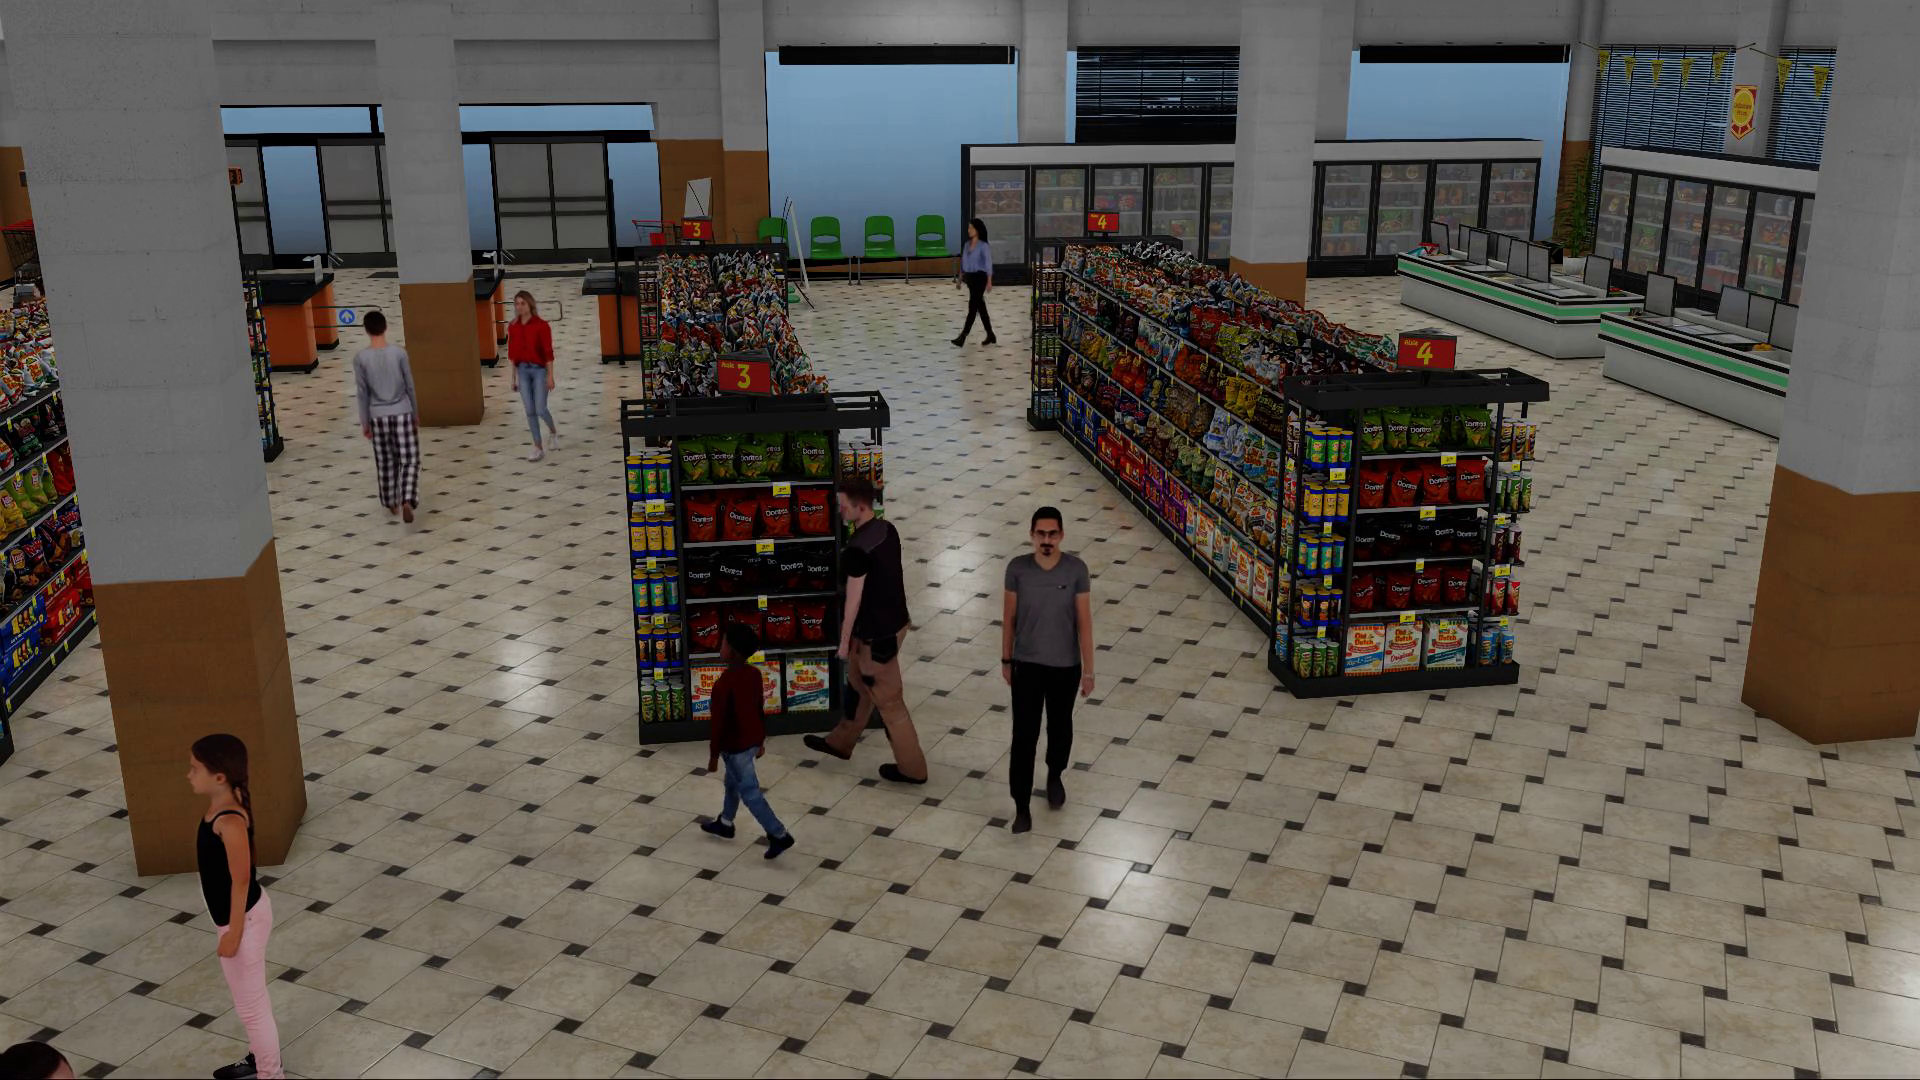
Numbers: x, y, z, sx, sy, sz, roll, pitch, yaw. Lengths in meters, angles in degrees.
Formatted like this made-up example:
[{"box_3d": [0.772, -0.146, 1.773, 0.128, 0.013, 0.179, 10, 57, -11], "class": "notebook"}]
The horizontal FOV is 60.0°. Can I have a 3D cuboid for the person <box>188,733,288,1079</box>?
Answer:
[{"box_3d": [-2.802, 1.471, 6.462, 0.640, 1.566, 0.530, -8, 19, -25], "class": "person"}]

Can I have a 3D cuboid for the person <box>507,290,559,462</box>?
[{"box_3d": [-4.191, -1.634, 16.465, 0.747, 1.694, 0.792, 4, 17, 13], "class": "person"}]

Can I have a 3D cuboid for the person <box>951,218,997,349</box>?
[{"box_3d": [0.300, -3.423, 22.354, 1.087, 1.696, 1.142, -15, 22, -40], "class": "person"}]

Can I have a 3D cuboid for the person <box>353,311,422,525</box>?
[{"box_3d": [-4.858, -1.027, 14.247, 0.663, 1.822, 1.040, -4, 17, -14], "class": "person"}]

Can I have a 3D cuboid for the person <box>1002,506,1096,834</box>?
[{"box_3d": [0.465, 0.645, 8.921, 0.762, 1.717, 1.097, 0, 17, 1], "class": "person"}]

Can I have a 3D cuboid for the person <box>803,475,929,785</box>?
[{"box_3d": [-0.376, 0.531, 9.170, 1.098, 1.791, 1.123, 7, 18, 20], "class": "person"}]

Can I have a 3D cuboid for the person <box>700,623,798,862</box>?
[{"box_3d": [-1.064, 1.038, 8.442, 0.868, 1.242, 0.872, 8, 19, 24], "class": "person"}]
